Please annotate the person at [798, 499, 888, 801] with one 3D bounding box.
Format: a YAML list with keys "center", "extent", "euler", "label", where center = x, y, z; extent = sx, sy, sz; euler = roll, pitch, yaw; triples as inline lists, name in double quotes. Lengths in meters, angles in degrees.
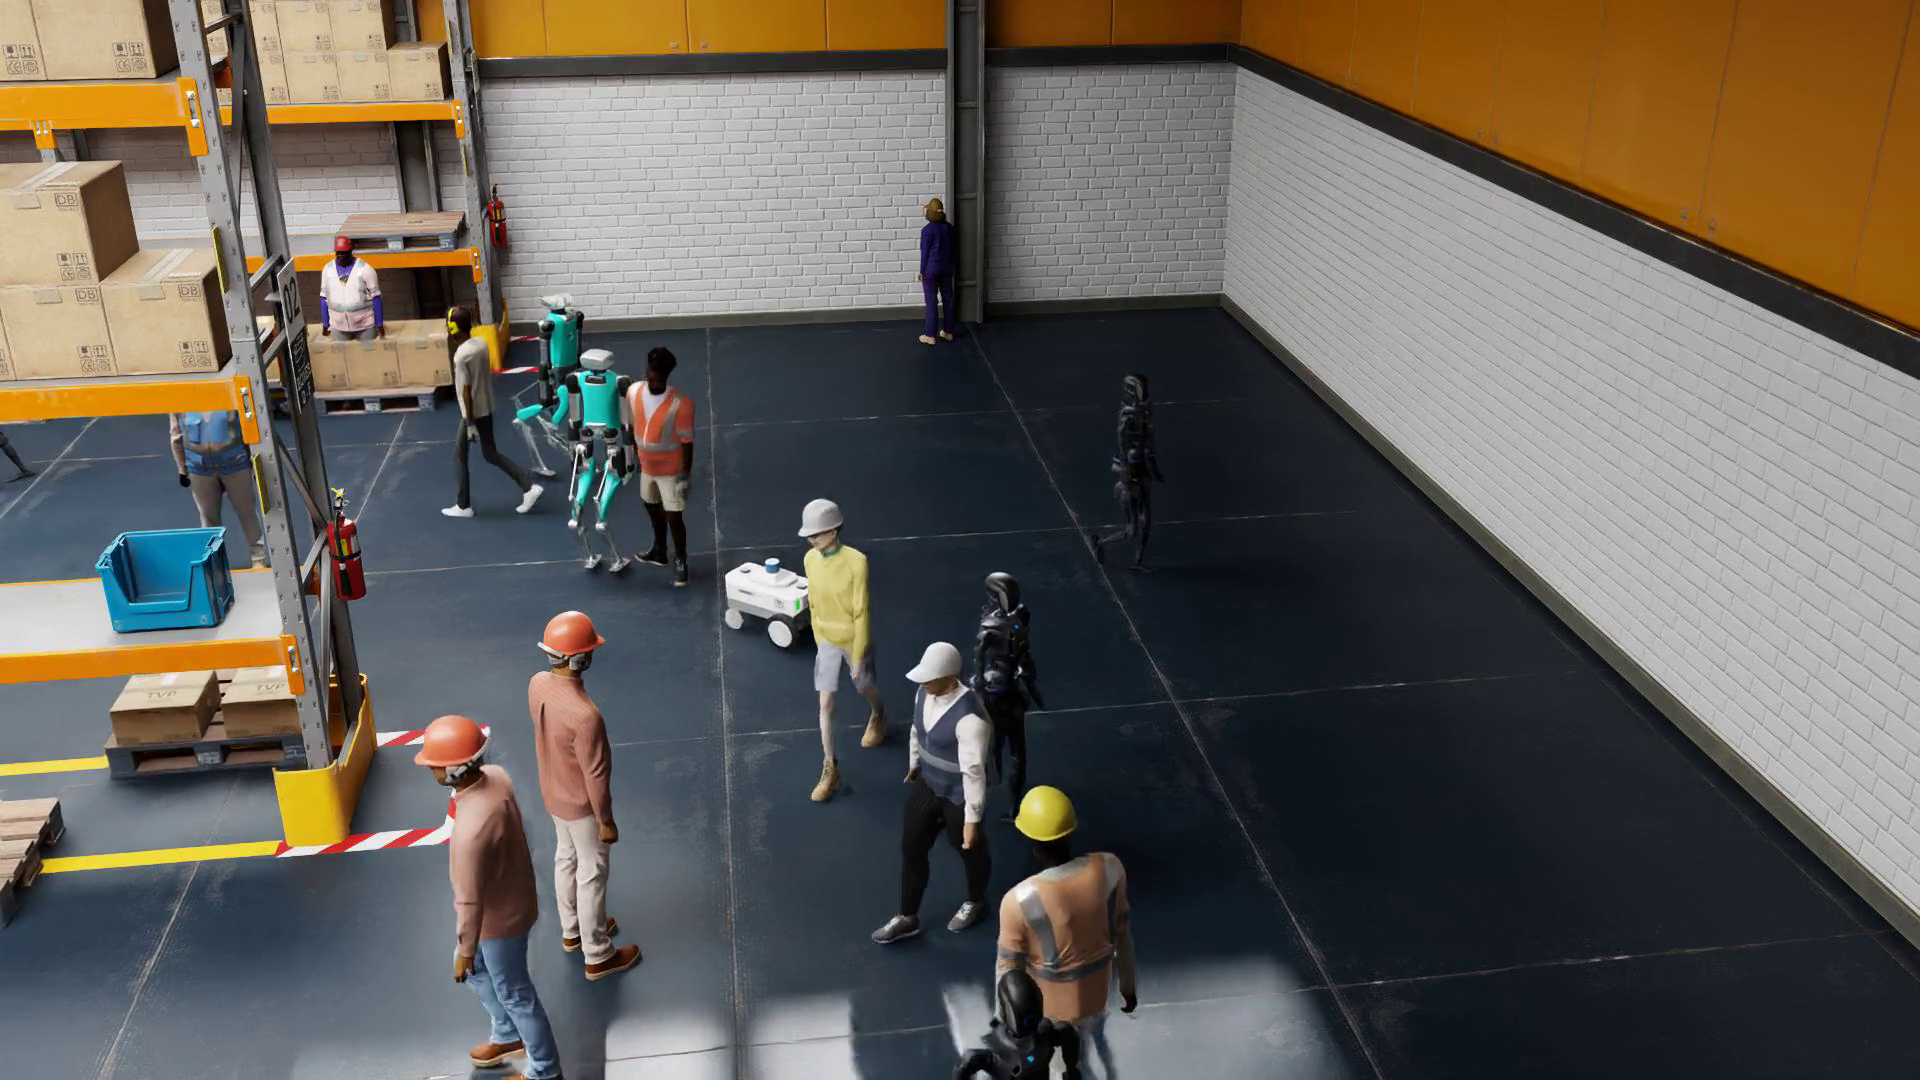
- center: [-0.699, 0.573, 10.133]
  extent: [0.475, 1.845, 0.942]
  euler: [9, 25, 20]
  label: "person"

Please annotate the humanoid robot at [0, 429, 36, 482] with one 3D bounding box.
- center: [-8.568, -1.211, 14.434]
  extent: [0.609, 1.629, 0.731]
  euler: [21, 31, 40]
  label: "humanoid robot"

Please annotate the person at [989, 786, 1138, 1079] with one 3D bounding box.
- center: [0.406, 1.883, 7.078]
  extent: [0.613, 1.896, 0.678]
  euler: [-15, 28, -30]
  label: "person"

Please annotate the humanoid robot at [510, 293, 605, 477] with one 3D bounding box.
- center: [-3.597, -1.323, 14.576]
  extent: [0.957, 1.741, 0.559]
  euler: [11, 26, 23]
  label: "humanoid robot"

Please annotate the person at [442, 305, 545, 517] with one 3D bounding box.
- center: [-3.970, -1.054, 13.876]
  extent: [0.803, 1.823, 0.515]
  euler: [6, 24, 13]
  label: "person"

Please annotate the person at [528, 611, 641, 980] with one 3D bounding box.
- center: [-1.899, 1.277, 8.359]
  extent: [0.401, 1.986, 0.610]
  euler: [-18, 29, -35]
  label: "person"

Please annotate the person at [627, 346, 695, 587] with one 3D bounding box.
- center: [-2.328, -0.593, 12.709]
  extent: [0.800, 1.928, 0.408]
  euler: [16, 28, 32]
  label: "person"

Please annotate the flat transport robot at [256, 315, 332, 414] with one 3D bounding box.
- center: [-7.043, -1.464, 16.732]
  extent: [1.431, 0.231, 0.659]
  euler: [-3, 24, -7]
  label: "flat transport robot"

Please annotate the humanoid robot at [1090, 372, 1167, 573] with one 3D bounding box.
- center: [1.307, -0.524, 12.846]
  extent: [0.506, 1.646, 0.586]
  euler: [13, 27, 27]
  label: "humanoid robot"

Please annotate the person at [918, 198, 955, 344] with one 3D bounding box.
- center: [-0.269, -3.007, 18.557]
  extent: [0.463, 1.623, 0.340]
  euler: [-18, 29, -35]
  label: "person"

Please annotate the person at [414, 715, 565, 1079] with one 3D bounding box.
- center: [-2.136, 1.670, 7.464]
  extent: [0.621, 1.969, 0.632]
  euler: [-4, 24, -8]
  label: "person"

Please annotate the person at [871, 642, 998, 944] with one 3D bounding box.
- center: [-0.123, 1.333, 8.533]
  extent: [0.790, 1.727, 0.759]
  euler: [-20, 31, -38]
  label: "person"

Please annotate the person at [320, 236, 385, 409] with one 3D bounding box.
- center: [-5.991, -2.131, 16.407]
  extent: [0.600, 1.752, 0.420]
  euler: [-2, 24, -5]
  label: "person"

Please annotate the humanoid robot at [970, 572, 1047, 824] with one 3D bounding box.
- center: [0.205, 0.912, 9.577]
  extent: [0.548, 1.649, 0.594]
  euler: [15, 28, 31]
  label: "humanoid robot"

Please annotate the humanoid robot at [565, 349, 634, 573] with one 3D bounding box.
- center: [-2.803, -0.559, 12.735]
  extent: [0.534, 1.696, 0.751]
  euler: [4, 24, 9]
  label: "humanoid robot"

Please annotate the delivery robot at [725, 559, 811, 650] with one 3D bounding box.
- center: [-1.342, 0.423, 12.065]
  extent: [0.784, 0.585, 0.499]
  euler: [14, 27, 29]
  label: "delivery robot"

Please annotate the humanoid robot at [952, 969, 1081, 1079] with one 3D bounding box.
- center: [0.220, 2.318, 6.359]
  extent: [0.602, 1.649, 0.340]
  euler: [-11, 26, -23]
  label: "humanoid robot"

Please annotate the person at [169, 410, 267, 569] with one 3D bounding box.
- center: [-5.672, -0.567, 12.750]
  extent: [0.632, 1.837, 0.430]
  euler: [-5, 24, -12]
  label: "person"
